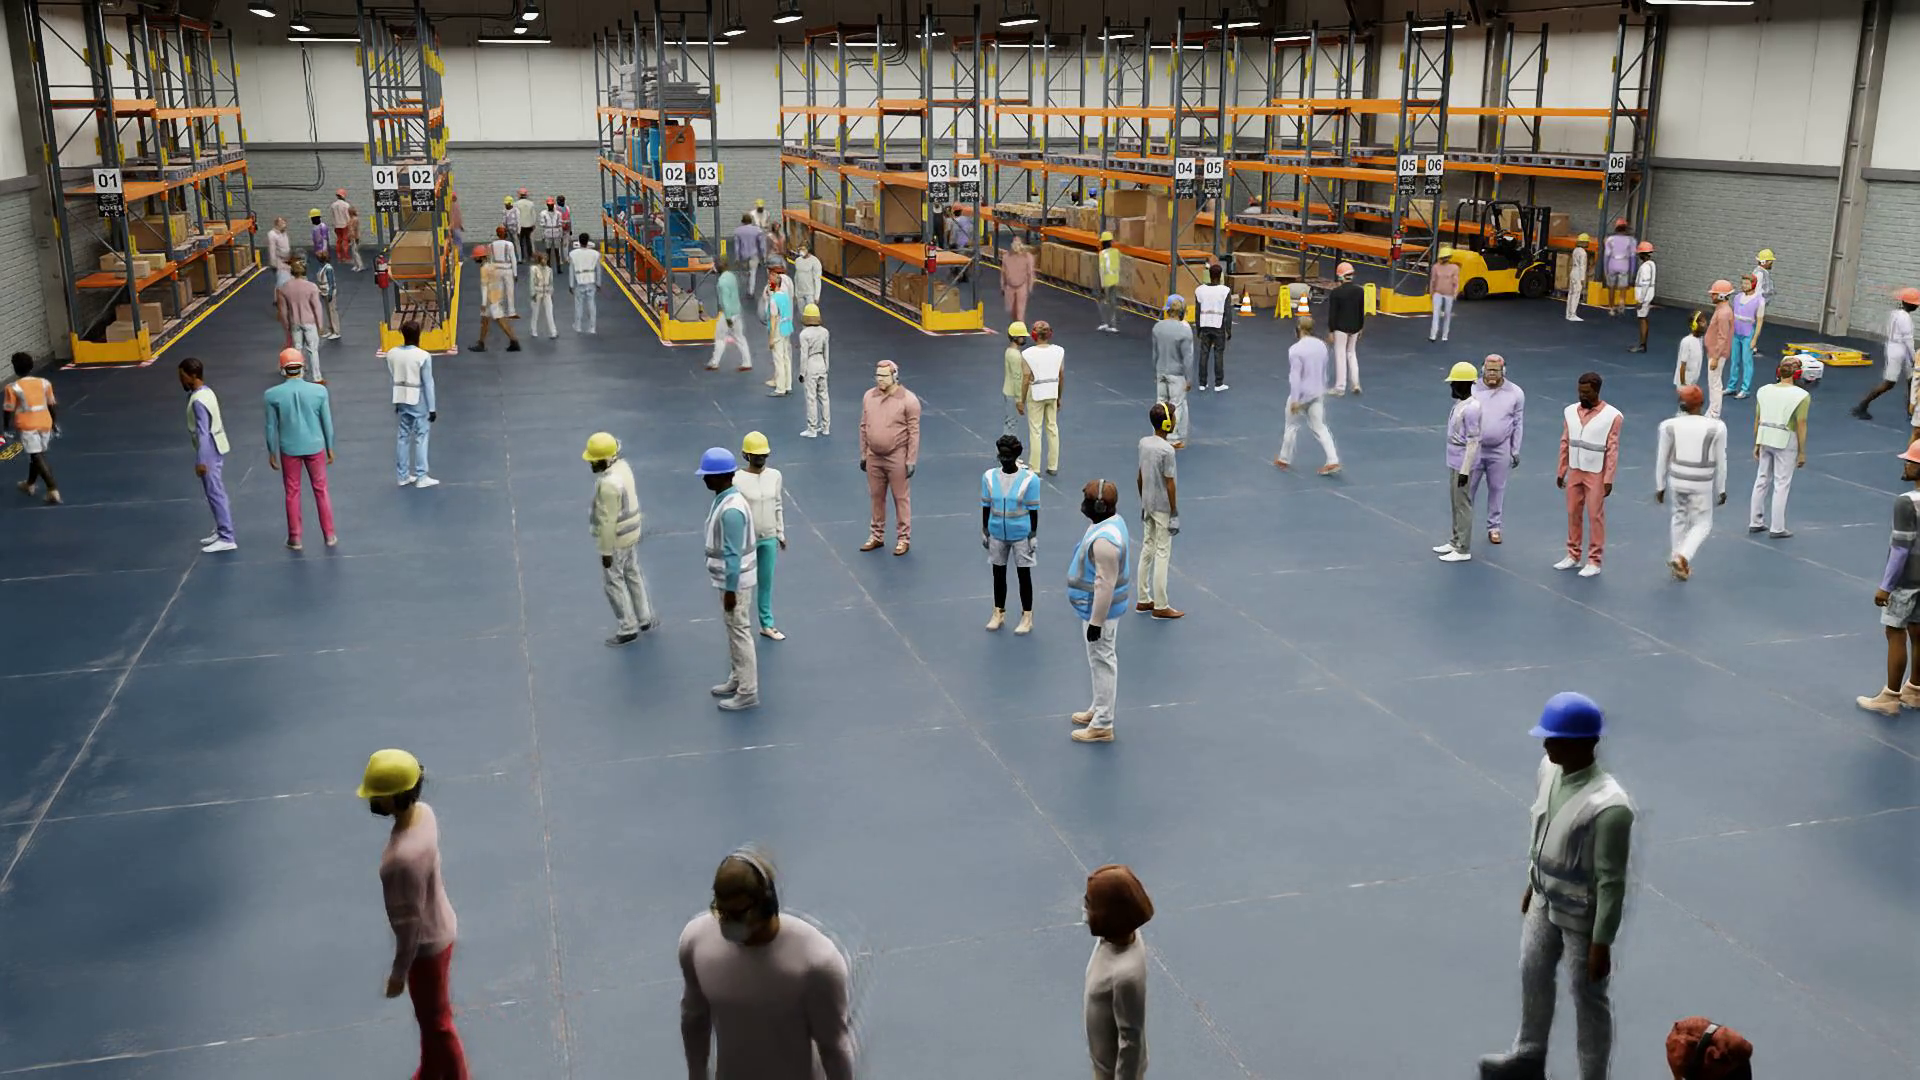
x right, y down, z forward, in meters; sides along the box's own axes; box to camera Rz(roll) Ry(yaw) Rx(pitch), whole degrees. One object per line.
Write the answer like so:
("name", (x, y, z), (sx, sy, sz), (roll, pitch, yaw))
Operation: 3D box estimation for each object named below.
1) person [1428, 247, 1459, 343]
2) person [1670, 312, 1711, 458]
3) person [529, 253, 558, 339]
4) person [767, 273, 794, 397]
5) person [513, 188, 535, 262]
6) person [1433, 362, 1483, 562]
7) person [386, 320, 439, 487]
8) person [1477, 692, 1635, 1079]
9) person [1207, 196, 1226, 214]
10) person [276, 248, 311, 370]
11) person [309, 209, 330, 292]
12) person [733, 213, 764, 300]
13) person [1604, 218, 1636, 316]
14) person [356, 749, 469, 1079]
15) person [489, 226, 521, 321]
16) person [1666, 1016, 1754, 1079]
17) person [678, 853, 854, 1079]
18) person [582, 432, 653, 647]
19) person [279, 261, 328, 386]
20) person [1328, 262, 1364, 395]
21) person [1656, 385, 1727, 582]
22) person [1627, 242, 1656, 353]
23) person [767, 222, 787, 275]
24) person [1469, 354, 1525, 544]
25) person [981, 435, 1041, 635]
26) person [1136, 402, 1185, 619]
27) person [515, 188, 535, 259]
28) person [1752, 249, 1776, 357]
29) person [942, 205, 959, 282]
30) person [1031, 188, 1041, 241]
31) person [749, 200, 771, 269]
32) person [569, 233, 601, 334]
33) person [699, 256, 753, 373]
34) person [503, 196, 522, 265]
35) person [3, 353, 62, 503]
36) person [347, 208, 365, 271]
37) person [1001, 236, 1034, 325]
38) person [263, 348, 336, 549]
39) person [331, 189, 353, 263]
("person", (8.804, -4.453, 30.307), (0.531, 1.719, 0.887), (6, 16, 23))
("person", (8.934, -1.863, 20.323), (0.469, 1.855, 0.543), (12, 19, 38))
("person", (-7.777, -4.543, 30.896), (0.518, 1.587, 0.893), (-11, 18, -35))
("person", (-2.684, -3.052, 24.819), (0.377, 1.836, 0.565), (4, 15, 13))
("person", (-11.902, -8.580, 45.374), (0.656, 1.972, 0.401), (-12, 19, -39))
("person", (4.794, -0.750, 15.976), (0.375, 1.925, 0.595), (2, 15, 7))
("person", (-6.283, -1.556, 19.063), (0.599, 1.906, 0.398), (5, 16, 19))
("person", (2.620, 1.583, 7.194), (0.451, 1.932, 0.660), (-3, 15, -11))
("person", (7.572, -9.567, 49.293), (0.629, 1.871, 0.920), (8, 17, 28))
("person", (-10.881, -3.798, 27.230), (0.733, 2.000, 0.701), (0, 15, 0))
("person", (-14.611, -6.603, 38.016), (0.395, 1.920, 0.589), (-13, 20, -41))
("person", (-4.691, -6.291, 36.912), (0.643, 1.897, 1.018), (0, 15, 0))
("person", (13.344, -5.511, 33.732), (0.617, 2.012, 0.788), (5, 16, 19))
("person", (-2.325, 1.702, 7.081), (0.349, 1.768, 0.530), (-4, 15, -14))
("person", (-9.128, -5.343, 33.347), (0.582, 1.882, 0.351), (5, 16, 17))
("person", (2.043, 2.237, 4.818), (0.338, 1.882, 0.583), (10, 18, 32))
("person", (-0.656, 1.923, 5.979), (0.662, 1.907, 0.813), (5, 16, 18))
("person", (-2.785, -0.036, 13.588), (0.441, 1.788, 0.757), (1, 15, 3))
("person", (-10.093, -3.309, 25.583), (0.635, 1.939, 0.366), (1, 15, 3))
("person", (5.796, -3.166, 24.974), (0.643, 1.982, 0.505), (-8, 17, -28))
("person", (6.667, -0.500, 15.182), (0.611, 1.850, 0.643), (12, 19, 38))
("person", (11.937, -4.241, 29.101), (0.376, 1.934, 0.547), (9, 17, 29))
("person", (-4.107, -6.410, 37.840), (0.547, 1.618, 0.633), (-11, 18, -35))
("person", (5.264, -0.905, 16.601), (0.650, 1.906, 0.401), (4, 15, 15))
("person", (0.416, -0.049, 13.795), (0.530, 1.689, 0.321), (6, 16, 21))
("person", (1.715, -0.254, 14.219), (0.328, 1.872, 0.508), (-8, 17, -28))
("person", (-12.104, -8.788, 46.213), (0.612, 1.942, 0.405), (-1, 15, -3))
("person", (13.841, -4.101, 28.769), (0.403, 1.833, 0.590), (7, 17, 26))
("person", (-0.200, -7.209, 40.441), (0.397, 1.851, 0.711), (5, 16, 20))
("person", (2.342, -10.196, 52.126), (0.546, 1.646, 0.339), (-9, 17, -29))
("person", (-5.227, -8.004, 43.547), (0.589, 1.782, 0.942), (-4, 15, -14))
("person", (-7.157, -4.893, 31.653), (0.632, 1.888, 0.781), (-6, 16, -23))
("person", (-3.815, -3.635, 26.903), (0.961, 1.890, 0.648), (2, 15, 9))
("person", (-11.957, -8.246, 44.376), (0.598, 1.831, 0.403), (7, 17, 26))
("person", (-10.273, -1.243, 18.352), (0.861, 1.644, 0.551), (7, 17, 25))
("person", (-15.634, -7.778, 43.035), (0.331, 1.606, 0.599), (-8, 17, -26))
("person", (1.067, -4.669, 30.789), (0.648, 1.895, 0.528), (5, 16, 19))
("person", (-6.540, -0.911, 16.497), (0.633, 1.981, 0.430), (-8, 17, -27))
("person", (-16.703, -8.494, 45.036), (0.602, 1.977, 0.434), (7, 16, 25))
